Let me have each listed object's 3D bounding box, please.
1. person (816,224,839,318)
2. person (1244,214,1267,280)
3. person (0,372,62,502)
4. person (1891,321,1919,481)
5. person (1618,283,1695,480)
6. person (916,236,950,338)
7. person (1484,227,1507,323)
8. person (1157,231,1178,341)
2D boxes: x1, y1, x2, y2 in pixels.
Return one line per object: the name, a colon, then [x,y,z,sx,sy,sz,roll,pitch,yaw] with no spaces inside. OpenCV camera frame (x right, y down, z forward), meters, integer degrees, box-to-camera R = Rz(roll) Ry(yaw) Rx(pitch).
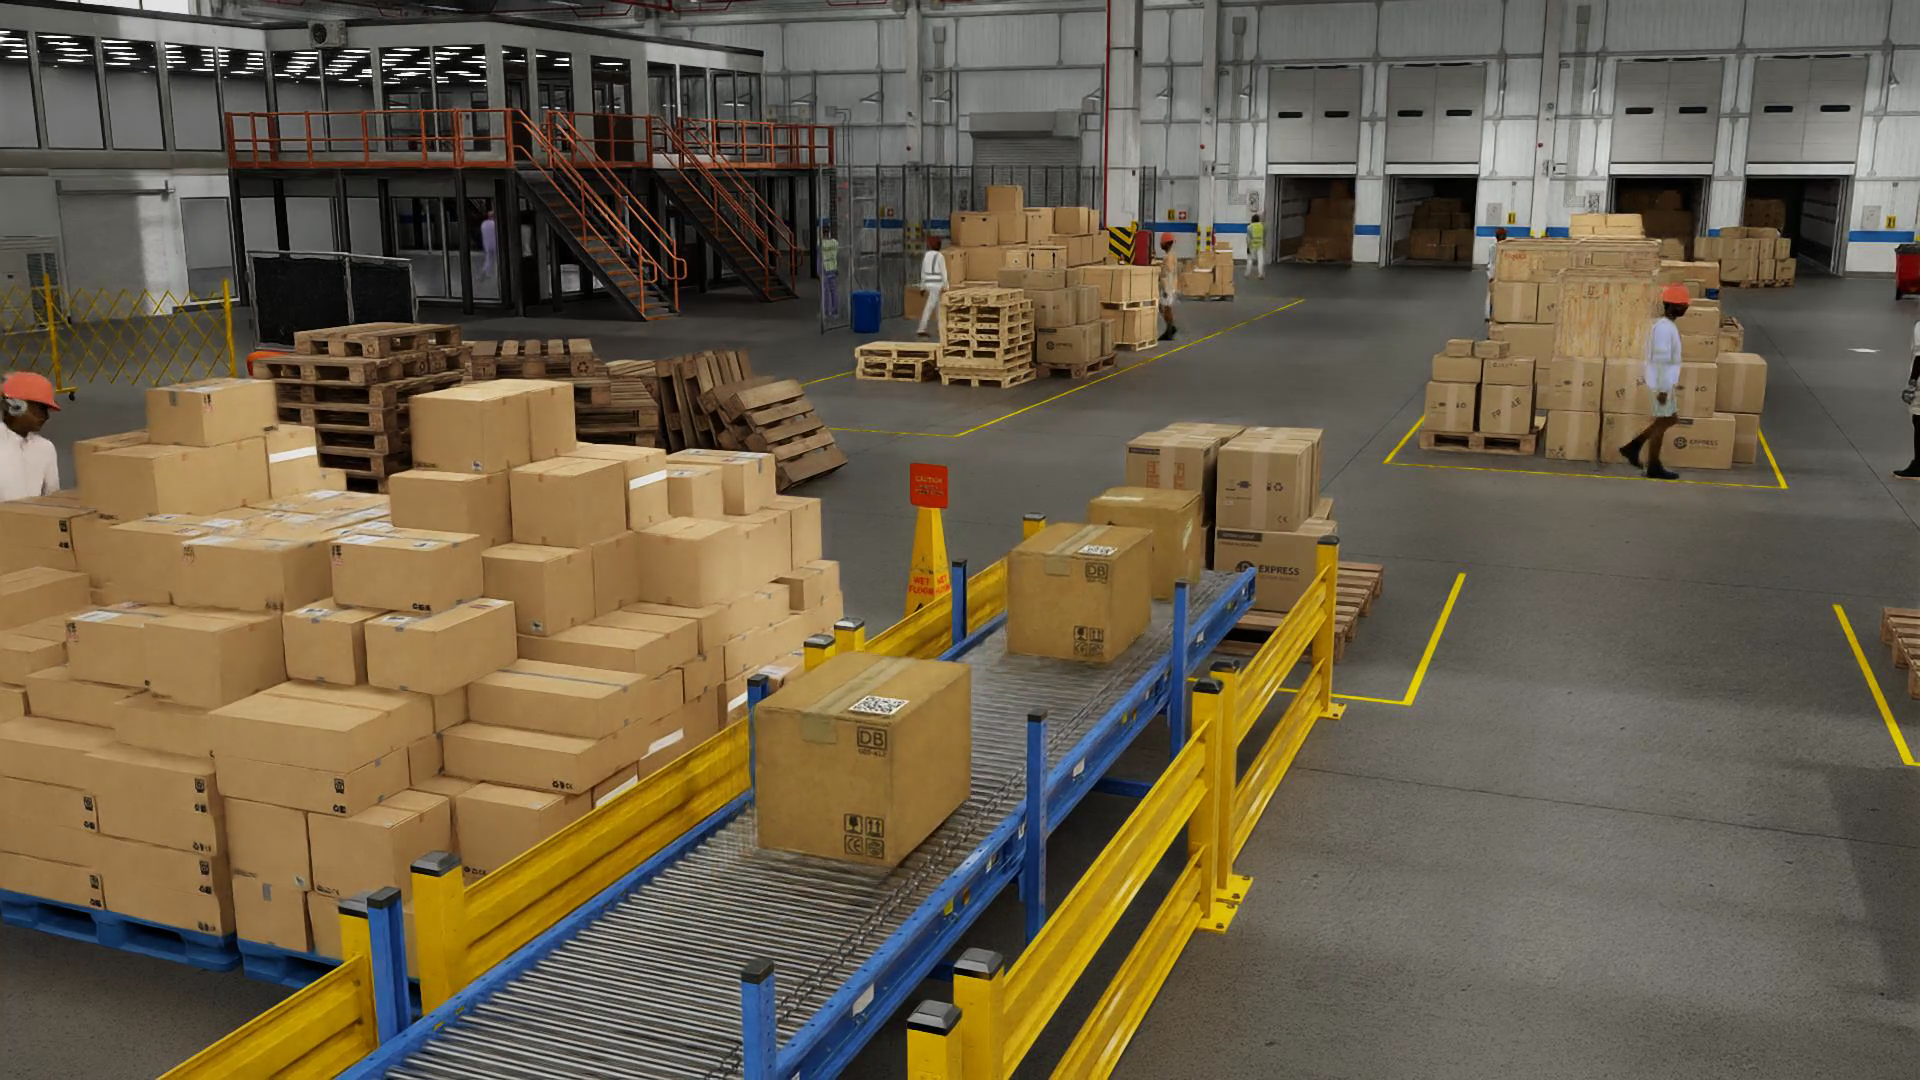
person: [-2.714,-5.502,34.072,0.396,1.911,0.587,10,16,39]
person: [8.156,-8.046,45.760,0.634,1.792,0.969,-3,13,-15]
person: [-5.122,0.066,9.050,0.963,1.923,0.682,2,13,10]
person: [9.463,-1.556,16.246,0.602,1.959,0.379,-6,14,-25]
person: [6.864,-1.551,16.300,0.493,1.924,0.548,6,14,26]
person: [-0.404,-4.573,30.065,1.004,1.827,0.599,-8,15,-33]
person: [10.604,-5.222,32.870,0.357,1.881,0.574,9,15,35]
person: [3.653,-4.491,29.482,0.400,1.926,0.567,1,13,4]
